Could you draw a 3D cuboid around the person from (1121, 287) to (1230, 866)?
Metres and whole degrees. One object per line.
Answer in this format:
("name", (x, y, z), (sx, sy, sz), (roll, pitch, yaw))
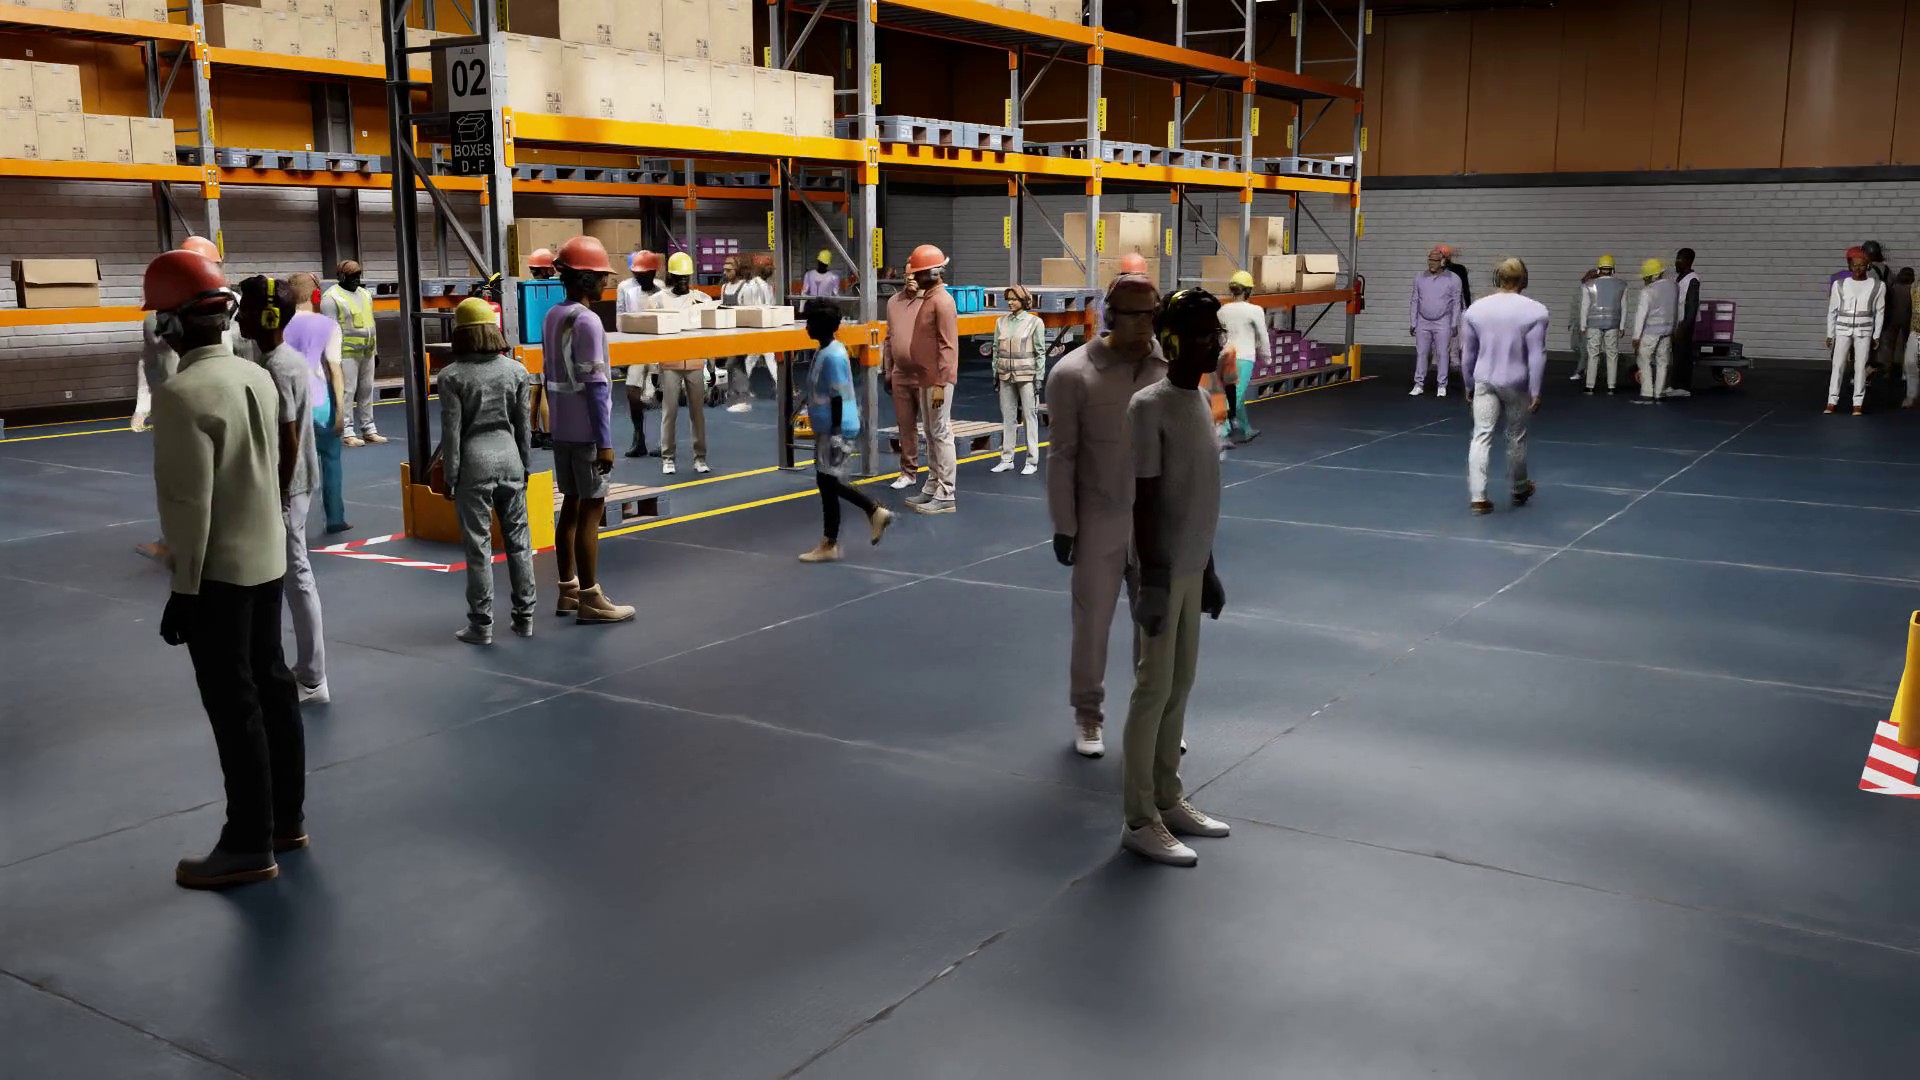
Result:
("person", (0.728, 0.110, 5.488), (0.327, 1.874, 0.521), (6, 12, 31))

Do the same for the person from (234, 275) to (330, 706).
("person", (-2.944, -0.194, 7.212), (0.319, 1.861, 0.538), (-4, 11, -19))

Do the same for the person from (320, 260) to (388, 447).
("person", (-5.974, -1.831, 16.378), (0.429, 1.830, 0.633), (4, 11, 22))

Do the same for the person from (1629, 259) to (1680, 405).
("person", (8.550, -2.546, 20.469), (0.672, 1.786, 0.404), (-4, 11, -19))

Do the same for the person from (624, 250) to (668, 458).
("person", (-2.896, -1.699, 15.363), (0.598, 1.919, 0.705), (5, 11, 24))

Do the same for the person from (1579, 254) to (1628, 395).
("person", (8.427, -2.816, 21.804), (0.586, 1.835, 0.404), (2, 10, 10))

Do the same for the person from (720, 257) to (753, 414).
("person", (-2.666, -2.380, 19.431), (0.608, 1.826, 0.535), (-8, 13, -39))

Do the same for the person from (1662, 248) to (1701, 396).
("person", (9.402, -2.825, 21.617), (0.392, 1.922, 0.587), (1, 10, 3))

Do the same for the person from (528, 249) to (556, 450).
("person", (-4.017, -1.838, 16.098), (0.361, 1.938, 0.545), (-8, 13, -39))

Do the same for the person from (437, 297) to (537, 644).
("person", (-2.390, -0.347, 8.388), (0.485, 1.741, 0.302), (-9, 14, -41))

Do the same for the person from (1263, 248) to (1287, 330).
("person", (4.768, -3.461, 25.088), (0.414, 1.936, 0.669), (-5, 12, -28))

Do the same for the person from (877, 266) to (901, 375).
("person", (-1.004, -3.298, 25.057), (0.552, 1.622, 0.596), (-7, 12, -33))

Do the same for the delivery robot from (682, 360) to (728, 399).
("delivery robot", (-3.123, -1.966, 20.382), (0.477, 0.478, 0.707), (3, 11, 16))

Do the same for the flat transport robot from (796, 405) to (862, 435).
("flat transport robot", (-1.375, -1.272, 17.585), (0.652, 0.197, 1.431), (0, 10, -2))

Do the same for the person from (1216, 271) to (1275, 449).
("person", (2.743, -1.756, 16.269), (0.539, 1.718, 0.932), (9, 14, 42))

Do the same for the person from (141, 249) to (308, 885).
("person", (-2.341, 0.092, 5.259), (0.392, 1.991, 0.612), (1, 10, 4))

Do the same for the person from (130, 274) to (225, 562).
("person", (-4.985, -0.803, 10.511), (0.629, 1.883, 0.970), (6, 12, 32))

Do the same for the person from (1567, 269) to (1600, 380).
("person", (9.109, -3.129, 24.127), (0.469, 1.611, 0.536), (-7, 12, -32))

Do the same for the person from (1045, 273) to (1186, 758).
("person", (0.657, -0.089, 6.532), (0.646, 1.897, 0.398), (-3, 11, -15))

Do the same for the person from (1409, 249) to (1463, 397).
("person", (6.141, -2.804, 21.549), (0.645, 1.905, 0.400), (6, 12, 31))

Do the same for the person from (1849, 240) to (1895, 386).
("person", (12.573, -3.153, 23.103), (0.704, 2.000, 0.536), (-4, 11, -22))

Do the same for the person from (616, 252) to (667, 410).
("person", (-3.802, -2.519, 20.039), (0.670, 1.871, 1.041), (-1, 10, -4))

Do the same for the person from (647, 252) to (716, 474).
("person", (-2.397, -1.523, 14.418), (0.588, 1.918, 0.397), (-4, 11, -20))

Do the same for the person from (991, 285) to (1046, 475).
("person", (0.503, -1.382, 14.399), (0.524, 1.639, 0.306), (7, 12, 34))

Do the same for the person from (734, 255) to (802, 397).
("person", (-2.503, -2.713, 21.275), (1.003, 1.830, 0.595), (3, 11, 16))

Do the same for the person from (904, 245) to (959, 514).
("person", (-0.206, -1.191, 12.379), (0.389, 1.986, 0.608), (-3, 11, -14))

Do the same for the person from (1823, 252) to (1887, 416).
("person", (10.354, -2.379, 19.255), (0.575, 1.881, 0.356), (7, 12, 32))

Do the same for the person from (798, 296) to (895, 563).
("person", (-0.728, -0.691, 10.465), (0.566, 1.684, 0.542), (-2, 11, -13))

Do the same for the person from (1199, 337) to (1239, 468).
("person", (1.576, -0.815, 11.155), (0.533, 1.675, 0.696), (4, 11, 21))

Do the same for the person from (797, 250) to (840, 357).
("person", (-2.150, -3.584, 25.991), (0.611, 1.871, 0.968), (4, 11, 22))

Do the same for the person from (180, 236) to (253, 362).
("person", (-5.158, -1.053, 11.457), (0.606, 2.045, 0.389), (3, 11, 19))

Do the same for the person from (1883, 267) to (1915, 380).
("person", (13.672, -3.139, 24.143), (0.501, 1.636, 0.278), (8, 13, 39))

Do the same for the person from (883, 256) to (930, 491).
("person", (-0.353, -1.332, 13.426), (0.642, 1.902, 0.400), (7, 12, 33))

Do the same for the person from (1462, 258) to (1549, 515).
("person", (4.083, -1.155, 12.458), (0.651, 1.882, 1.003), (7, 13, 35))

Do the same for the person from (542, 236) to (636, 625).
("person", (-1.973, -0.577, 8.824), (0.386, 2.039, 0.616), (-7, 12, -34))

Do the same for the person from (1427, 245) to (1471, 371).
("person", (7.575, -3.555, 25.623), (0.751, 1.945, 0.391), (0, 10, 1))

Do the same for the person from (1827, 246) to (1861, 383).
("person", (12.666, -3.207, 23.688), (0.552, 1.935, 0.373), (9, 13, 40))

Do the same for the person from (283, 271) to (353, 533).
("person", (-4.438, -0.899, 11.231), (0.572, 1.824, 0.796), (1, 10, 5))

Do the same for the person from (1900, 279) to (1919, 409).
("person", (11.588, -2.462, 19.868), (0.480, 1.823, 0.645), (-8, 13, -39))

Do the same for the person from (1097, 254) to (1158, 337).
("person", (1.517, -1.516, 14.414), (0.573, 1.893, 0.968), (6, 12, 31))
